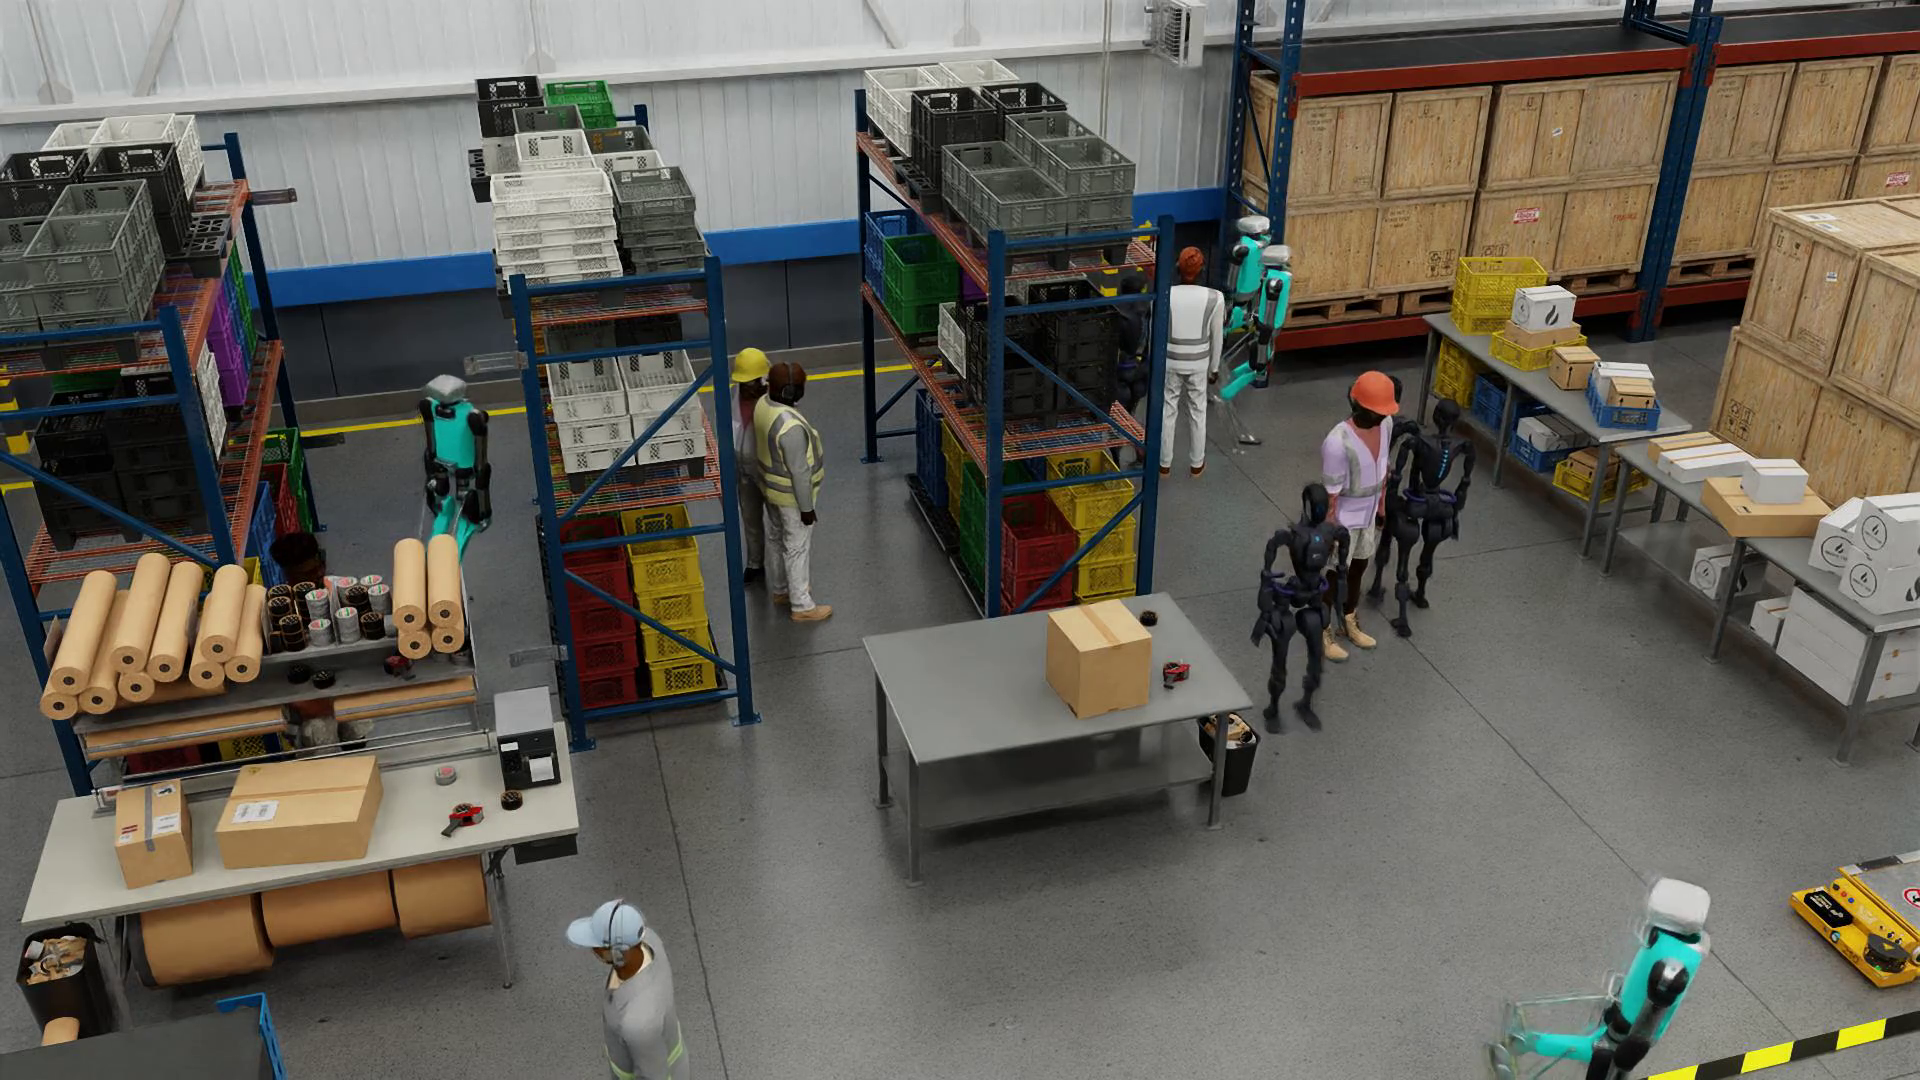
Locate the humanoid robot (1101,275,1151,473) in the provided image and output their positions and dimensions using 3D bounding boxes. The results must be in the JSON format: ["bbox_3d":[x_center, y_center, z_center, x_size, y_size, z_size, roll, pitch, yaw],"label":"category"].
[{"bbox_3d":[1.304,-1.258,12.987,0.602,1.650,0.346,-22,36,-35],"label":"humanoid robot"}]

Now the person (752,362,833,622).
[{"bbox_3d":[-1.121,-0.326,11.124,0.429,1.842,0.625,-15,32,-25],"label":"person"}]

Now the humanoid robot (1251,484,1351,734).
[{"bbox_3d":[2.039,0.415,9.964,0.598,1.663,0.358,-6,29,-11],"label":"humanoid robot"}]

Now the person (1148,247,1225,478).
[{"bbox_3d":[1.745,-1.366,12.972,0.573,1.882,0.360,2,29,5],"label":"person"}]

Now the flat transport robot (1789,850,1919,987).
[{"bbox_3d":[5.163,1.916,8.676,1.431,0.231,0.659,-8,30,-14],"label":"flat transport robot"}]

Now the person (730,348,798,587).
[{"bbox_3d":[-1.381,-0.472,11.405,0.588,1.823,0.403,15,32,25],"label":"person"}]

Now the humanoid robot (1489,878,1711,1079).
[{"bbox_3d":[2.582,2.064,6.859,1.008,1.721,0.534,14,32,24],"label":"humanoid robot"}]

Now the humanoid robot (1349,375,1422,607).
[{"bbox_3d":[2.812,-0.328,11.304,0.612,1.648,0.338,12,31,21],"label":"humanoid robot"}]

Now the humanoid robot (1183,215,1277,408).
[{"bbox_3d":[2.215,-1.952,14.197,0.806,1.774,0.543,25,37,37],"label":"humanoid robot"}]

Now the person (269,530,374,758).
[{"bbox_3d":[-3.386,0.828,8.893,0.362,1.965,0.611,18,33,29],"label":"person"}]

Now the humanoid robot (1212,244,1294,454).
[{"bbox_3d":[2.282,-1.519,13.399,0.668,1.800,0.531,9,30,15],"label":"humanoid robot"}]

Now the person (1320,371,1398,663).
[{"bbox_3d":[2.522,-0.146,10.609,0.606,2.029,0.402,-23,36,-35],"label":"person"}]

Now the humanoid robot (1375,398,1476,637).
[{"bbox_3d":[3.063,-0.192,11.079,0.611,1.635,0.609,-3,29,-5],"label":"humanoid robot"}]

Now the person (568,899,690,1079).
[{"bbox_3d":[-1.268,2.155,6.599,0.396,1.850,0.588,-6,29,-10],"label":"person"}]

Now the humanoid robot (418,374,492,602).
[{"bbox_3d":[-3.452,-0.120,10.949,0.550,1.842,0.841,14,32,24],"label":"humanoid robot"}]
